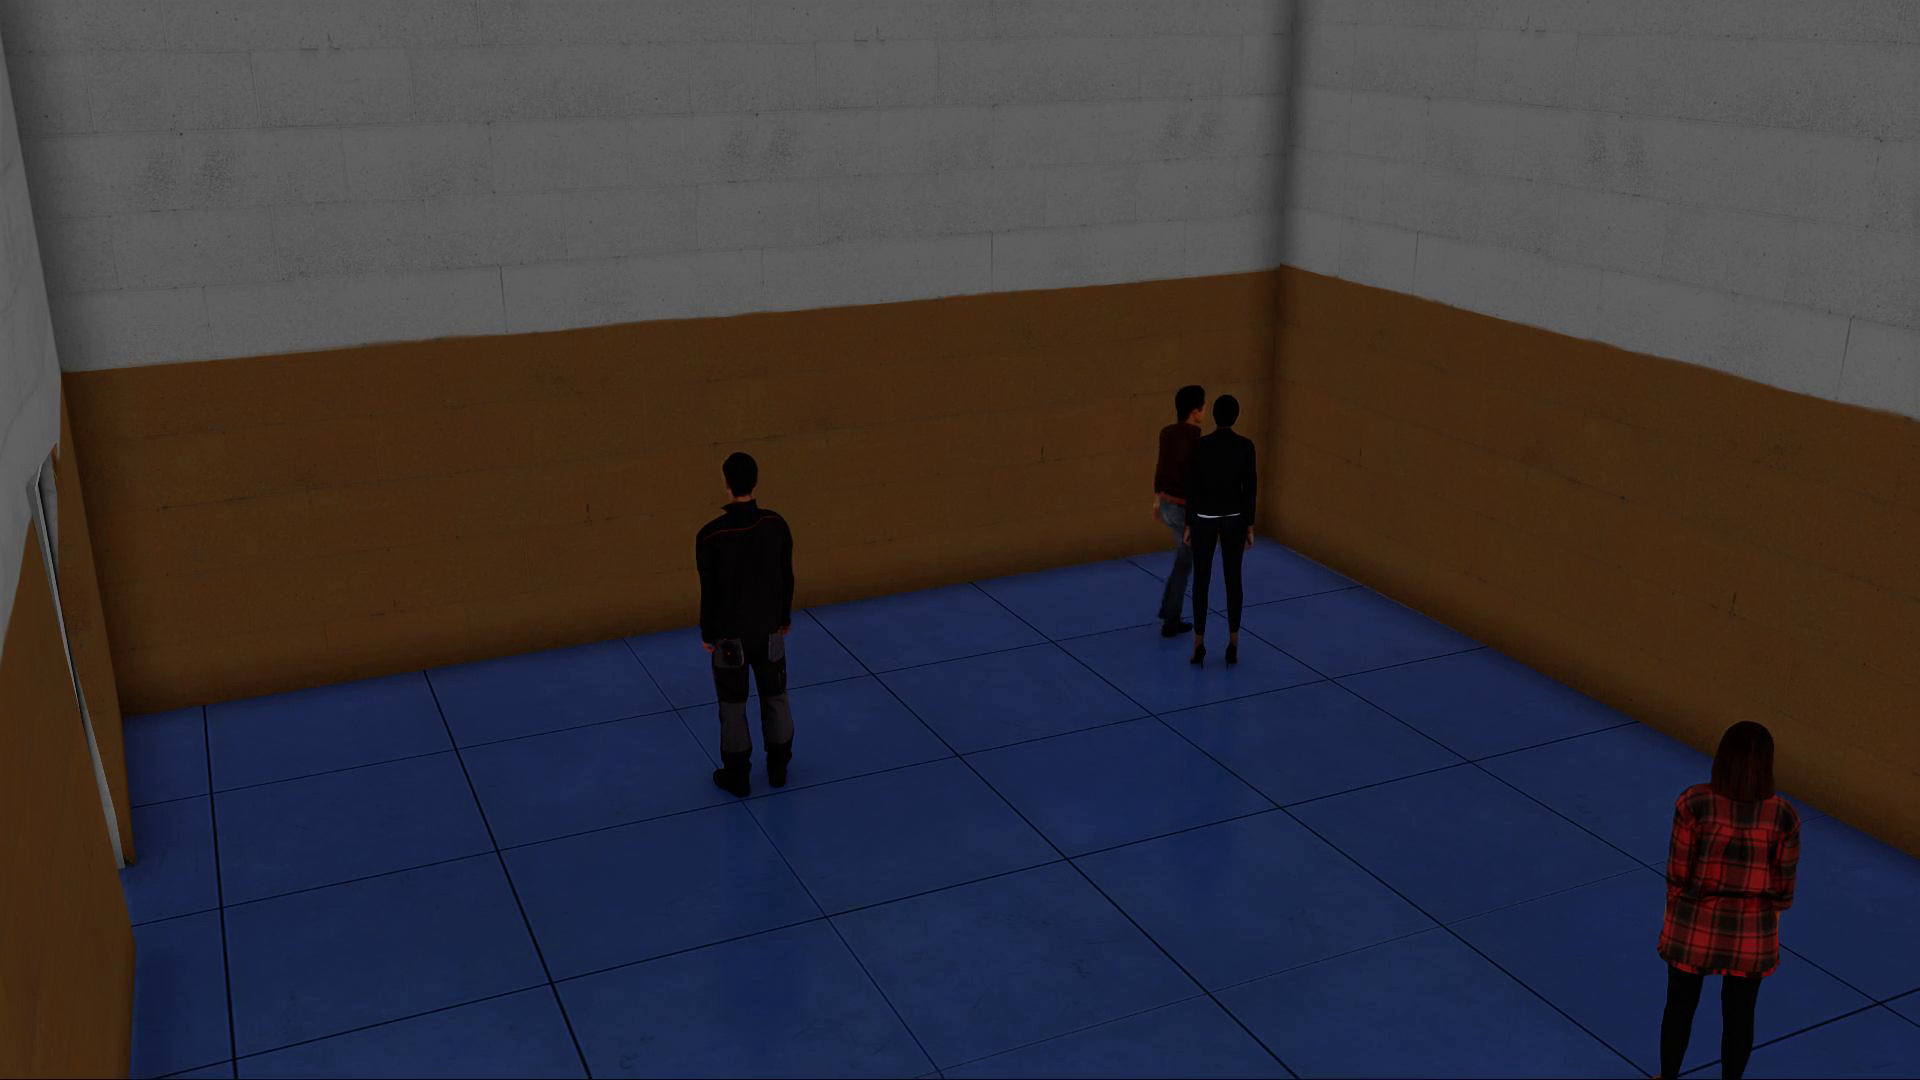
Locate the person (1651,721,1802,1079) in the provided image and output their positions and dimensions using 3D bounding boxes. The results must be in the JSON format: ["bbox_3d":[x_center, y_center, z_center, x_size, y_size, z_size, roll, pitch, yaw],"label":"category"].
[{"bbox_3d":[2.956,1.483,6.458,0.695,1.703,0.752,7,20,20],"label":"person"}]

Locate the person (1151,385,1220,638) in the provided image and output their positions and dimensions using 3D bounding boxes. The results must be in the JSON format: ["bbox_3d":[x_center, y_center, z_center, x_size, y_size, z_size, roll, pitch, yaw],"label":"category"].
[{"bbox_3d":[1.437,-0.161,11.245,0.640,1.759,0.710,-12,22,-32],"label":"person"}]

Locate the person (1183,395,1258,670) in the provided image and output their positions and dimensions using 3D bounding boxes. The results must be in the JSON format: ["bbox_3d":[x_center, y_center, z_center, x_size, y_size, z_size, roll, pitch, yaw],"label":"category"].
[{"bbox_3d":[1.681,-0.054,10.812,0.627,1.834,0.751,1,19,4],"label":"person"}]

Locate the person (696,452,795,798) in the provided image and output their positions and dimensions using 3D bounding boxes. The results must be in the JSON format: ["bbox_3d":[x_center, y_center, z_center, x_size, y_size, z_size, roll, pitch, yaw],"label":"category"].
[{"bbox_3d":[-1.168,0.456,9.123,0.535,1.946,0.770,-10,21,-27],"label":"person"}]
